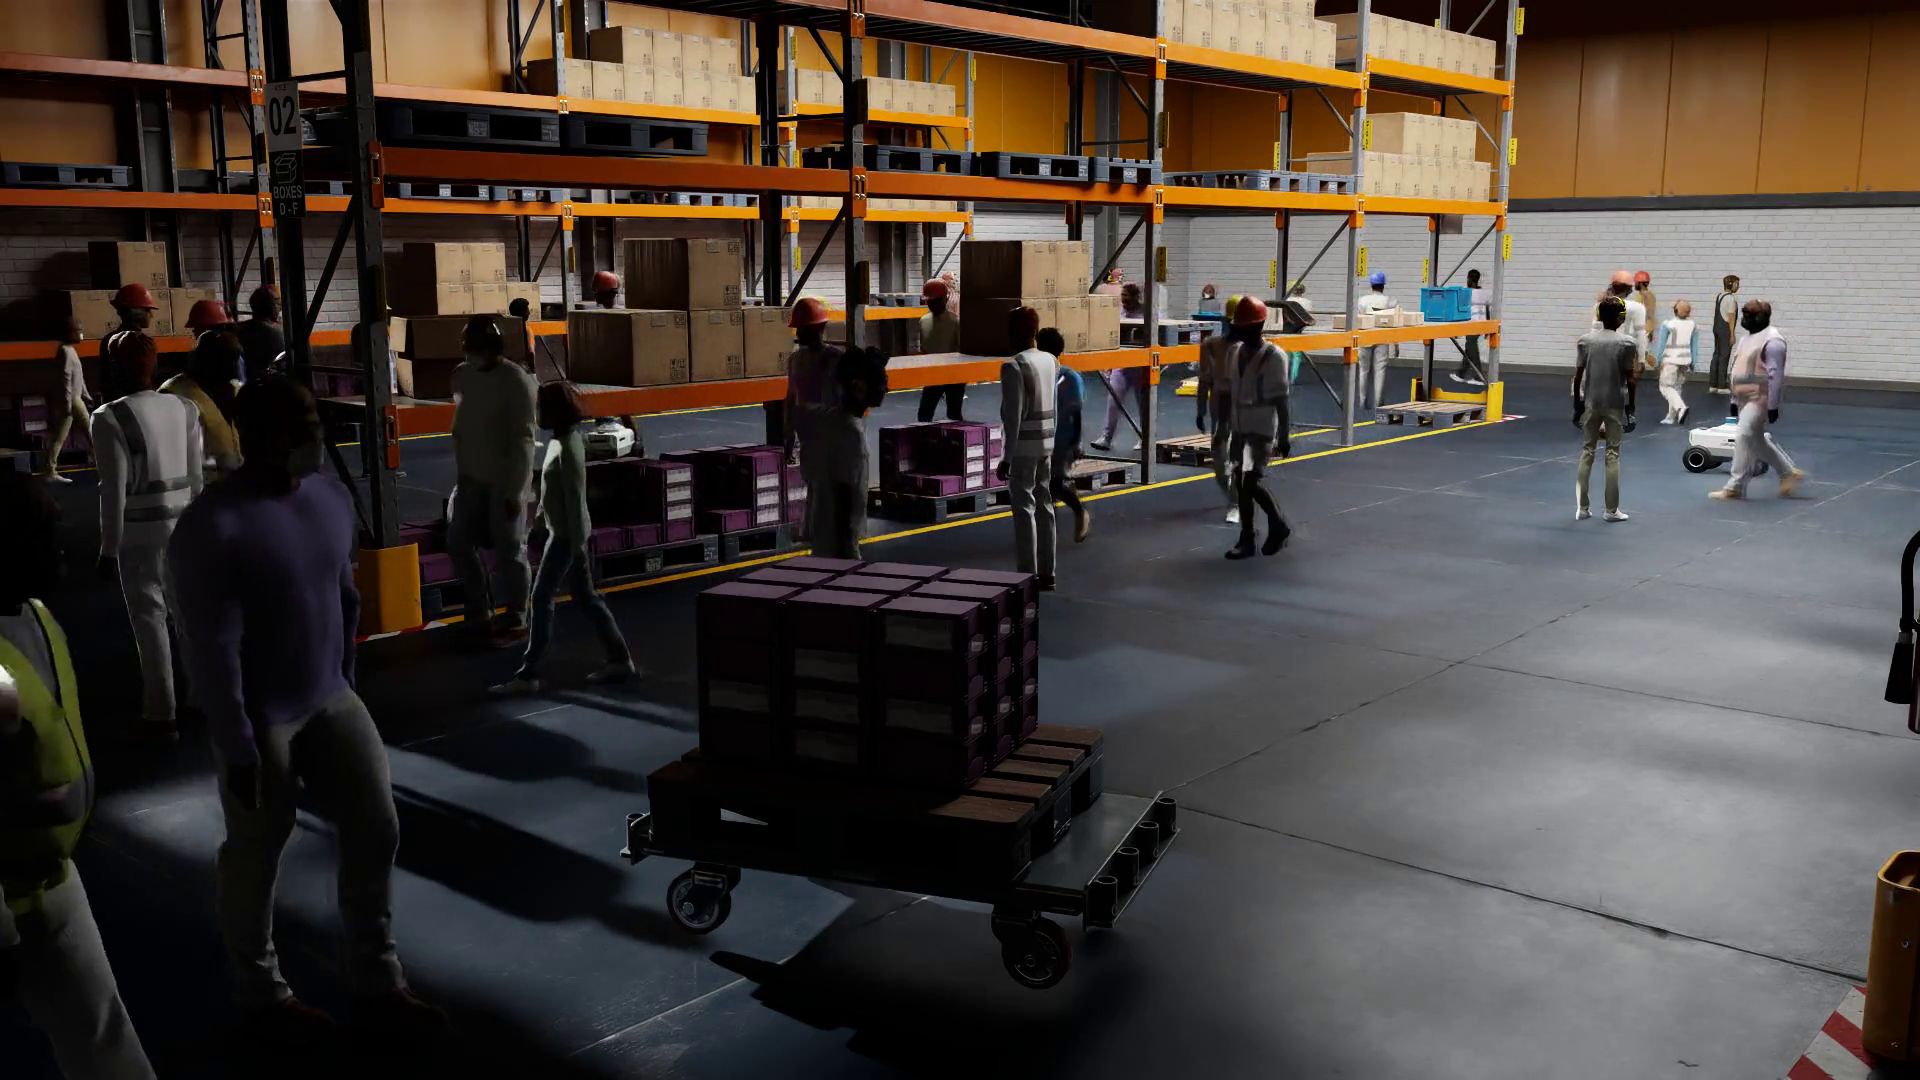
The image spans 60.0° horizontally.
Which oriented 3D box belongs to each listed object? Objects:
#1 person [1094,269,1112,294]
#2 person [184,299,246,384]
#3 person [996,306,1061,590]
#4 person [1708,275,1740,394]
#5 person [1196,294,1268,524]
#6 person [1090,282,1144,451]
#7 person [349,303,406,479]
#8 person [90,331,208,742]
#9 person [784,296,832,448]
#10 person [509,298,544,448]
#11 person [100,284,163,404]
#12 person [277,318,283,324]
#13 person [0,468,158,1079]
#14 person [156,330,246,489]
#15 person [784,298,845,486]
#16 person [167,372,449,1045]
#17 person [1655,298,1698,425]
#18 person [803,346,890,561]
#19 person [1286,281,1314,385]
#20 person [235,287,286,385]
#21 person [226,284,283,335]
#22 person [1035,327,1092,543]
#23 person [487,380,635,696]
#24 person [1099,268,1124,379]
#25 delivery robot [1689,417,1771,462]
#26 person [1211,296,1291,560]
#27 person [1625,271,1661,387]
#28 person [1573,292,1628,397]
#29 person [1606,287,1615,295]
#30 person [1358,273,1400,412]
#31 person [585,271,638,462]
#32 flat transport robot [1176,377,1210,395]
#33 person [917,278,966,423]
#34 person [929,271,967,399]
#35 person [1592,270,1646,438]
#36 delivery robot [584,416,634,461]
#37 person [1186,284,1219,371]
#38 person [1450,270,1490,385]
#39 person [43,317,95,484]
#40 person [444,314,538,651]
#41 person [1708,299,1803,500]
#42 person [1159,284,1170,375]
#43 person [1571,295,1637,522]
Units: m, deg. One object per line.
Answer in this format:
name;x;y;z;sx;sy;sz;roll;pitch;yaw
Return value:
person;2.732;-4.158;31.272;0.526;1.869;0.315;9;13;41
person;-5.354;-0.827;12.252;0.967;1.898;0.551;-9;13;-40
person;0.439;-0.573;10.817;0.337;1.882;0.583;7;12;35
person;11.874;-3.184;25.805;0.346;1.841;0.506;0;10;-3
person;2.279;-1.110;13.858;0.620;1.890;0.756;2;10;12
person;1.839;-1.894;18.395;0.647;1.870;0.925;8;13;37
person;-5.709;-1.509;16.289;0.597;1.831;0.403;9;13;41
person;-3.710;-0.015;7.644;0.337;1.879;0.585;4;11;20
person;-1.655;-1.885;18.759;0.900;1.720;0.531;-4;11;-24
person;-4.964;-1.882;18.797;0.539;1.695;0.319;9;13;41
person;-6.044;-0.881;12.259;0.619;1.990;0.395;6;12;31
person;-7.288;-1.786;17.881;0.597;1.827;0.403;9;13;41
person;-2.056;0.737;3.620;0.978;1.792;0.646;-1;10;-8
person;-4.074;-0.232;9.078;0.439;1.812;0.687;5;11;25
person;-0.980;-0.699;11.429;0.564;1.915;0.446;8;13;38
person;-1.766;0.504;4.581;0.770;1.913;0.662;4;11;22
person;9.085;-2.238;21.023;0.522;1.623;0.616;-2;10;-13
person;-0.619;0.035;7.562;0.688;1.830;0.525;-4;11;-22
person;5.540;-3.415;27.409;0.548;1.730;0.452;4;11;23
person;-5.600;-1.065;13.461;0.635;1.937;0.353;7;12;34
person;-5.971;-1.199;14.179;0.676;1.952;0.634;-9;13;-40
person;0.718;-0.745;12.372;0.434;1.679;0.532;-9;13;-40
person;-2.036;-0.022;8.488;0.739;1.602;0.501;-2;10;-13
person;2.689;-3.700;28.558;0.648;1.907;0.401;9;13;41
delivery robot;7.724;-0.987;16.689;0.707;0.478;0.477;8;13;40
person;2.096;-0.795;11.986;0.452;1.917;0.567;-6;12;-31
person;11.072;-3.368;26.720;0.868;1.908;0.549;10;14;44
person;9.693;-2.933;25.063;0.864;1.585;0.536;0;10;0
person;10.966;-3.460;28.028;0.619;1.609;0.403;-5;11;-25
person;5.785;-2.749;23.173;0.702;1.891;0.891;3;11;18
person;-3.604;-1.717;16.930;0.762;2.013;0.635;-3;10;-17
flat transport robot;3.861;-2.405;25.835;0.652;0.197;1.431;4;11;22
person;-0.181;-1.579;16.349;0.621;1.955;0.683;7;12;33
person;-0.160;-3.059;24.905;0.648;1.907;0.401;9;13;41
person;7.819;-2.214;19.840;0.621;2.008;1.011;8;13;40
delivery robot;-3.535;-1.007;16.804;0.477;0.478;0.707;1;10;7
person;4.426;-3.844;30.246;0.759;1.592;0.560;-9;13;-40
person;8.429;-3.542;27.698;0.620;1.885;0.883;-7;12;-34
person;-8.452;-1.336;15.983;0.836;1.589;0.519;-6;12;-30
person;-2.609;-0.296;9.190;0.709;1.896;0.591;6;12;31
person;7.197;-1.248;14.888;0.810;1.816;0.633;1;10;3
person;3.406;-3.751;28.779;0.625;1.938;0.542;-9;14;-42
person;5.327;-1.082;13.757;0.526;1.869;0.315;9;13;41
